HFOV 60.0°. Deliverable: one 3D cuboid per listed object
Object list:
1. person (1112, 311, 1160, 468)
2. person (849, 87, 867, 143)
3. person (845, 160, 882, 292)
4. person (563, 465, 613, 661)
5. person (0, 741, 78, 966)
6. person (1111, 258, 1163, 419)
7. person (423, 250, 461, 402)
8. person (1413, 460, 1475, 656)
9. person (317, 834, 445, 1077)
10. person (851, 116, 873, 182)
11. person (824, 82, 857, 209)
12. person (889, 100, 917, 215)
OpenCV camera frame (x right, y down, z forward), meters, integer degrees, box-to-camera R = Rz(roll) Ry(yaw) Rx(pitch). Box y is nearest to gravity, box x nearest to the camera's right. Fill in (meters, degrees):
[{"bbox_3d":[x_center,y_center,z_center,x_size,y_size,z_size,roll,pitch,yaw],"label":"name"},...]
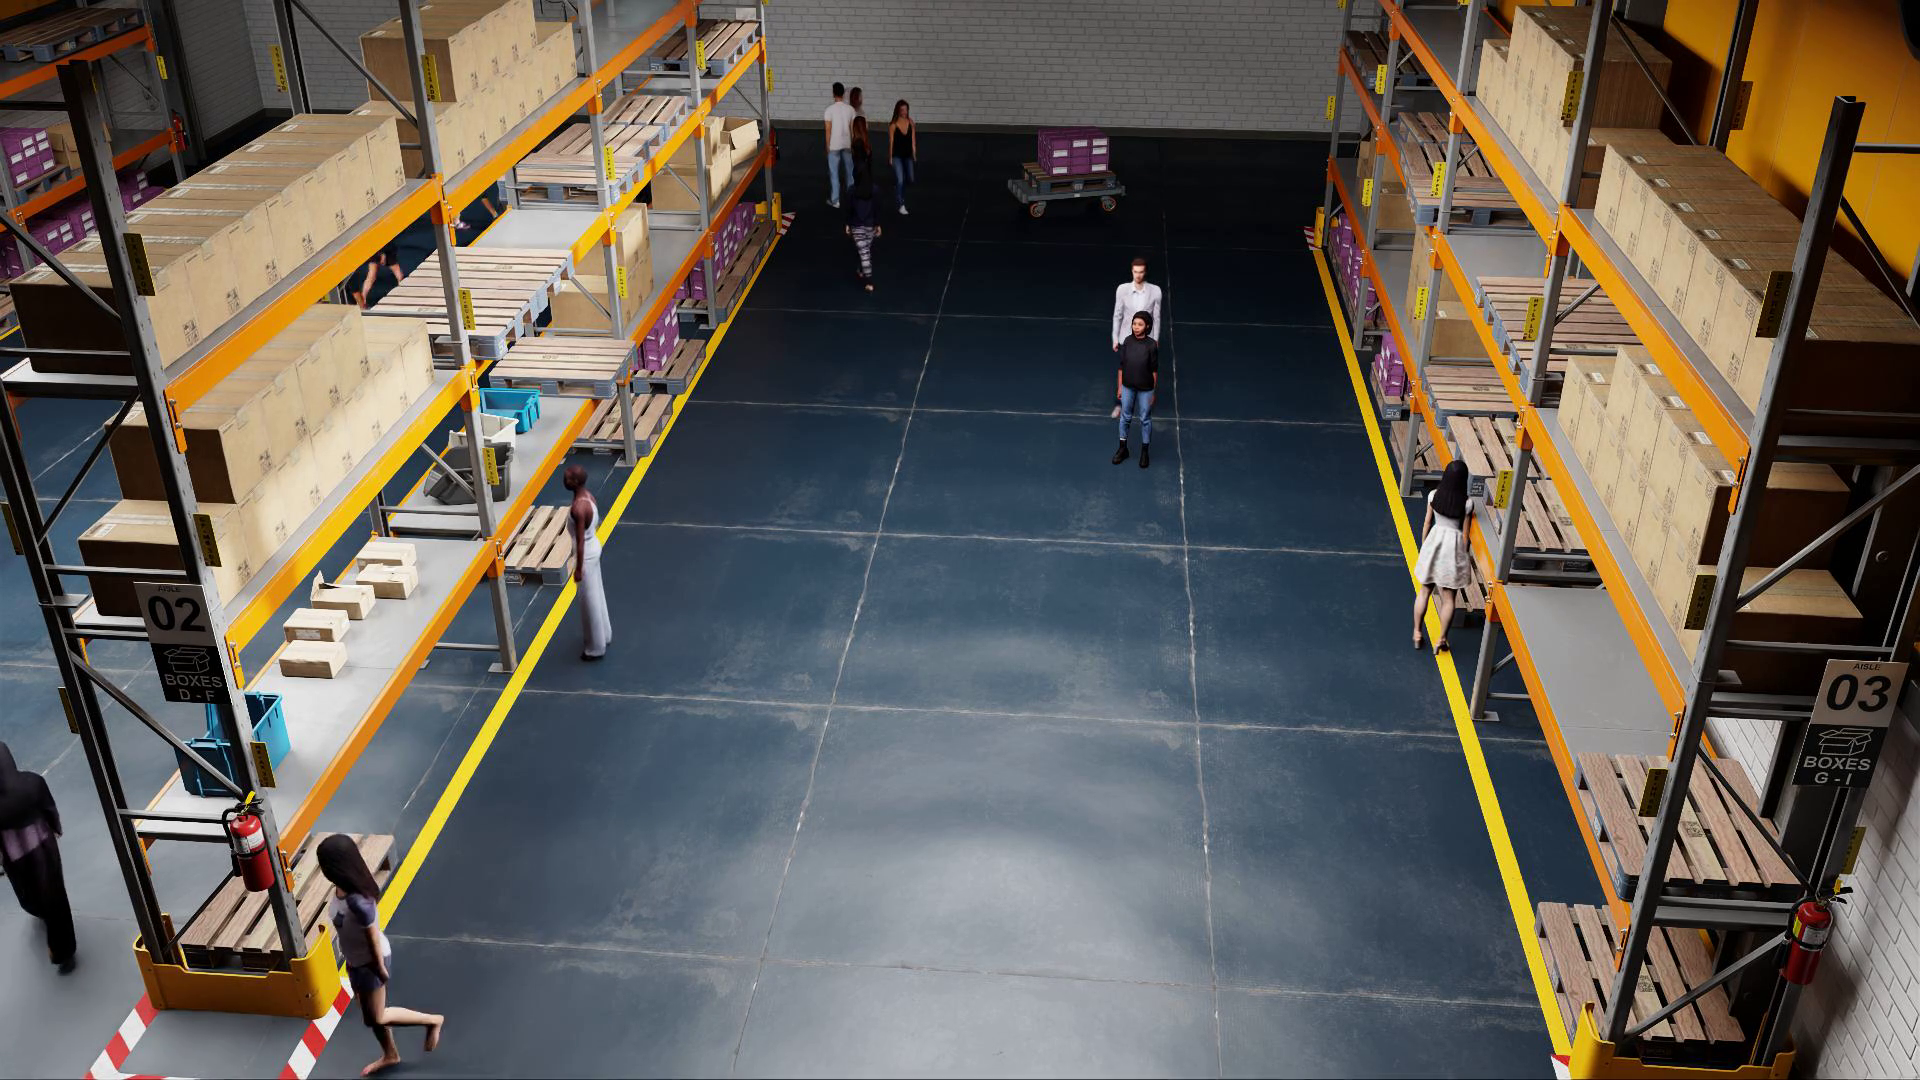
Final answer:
[{"bbox_3d":[1.859,-1.587,17.361,0.628,1.701,0.616,10,30,18],"label":"person"},{"bbox_3d":[-1.666,-6.131,25.700,0.739,1.693,0.622,8,30,15],"label":"person"},{"bbox_3d":[-1.265,-4.128,22.033,0.900,1.687,1.164,-8,30,-15],"label":"person"},{"bbox_3d":[-3.136,0.182,14.032,0.666,1.785,0.489,-3,29,-5],"label":"person"},{"bbox_3d":[-6.072,2.031,10.823,0.986,1.610,1.194,-13,31,-23],"label":"person"},{"bbox_3d":[1.954,-2.235,18.392,0.688,1.852,0.577,4,29,8],"label":"person"},{"bbox_3d":[-5.844,-2.425,18.842,0.638,1.755,0.545,5,29,8],"label":"person"},{"bbox_3d":[4.111,0.142,14.121,0.774,1.769,0.796,18,34,30],"label":"person"},{"bbox_3d":[-3.488,2.461,9.959,0.881,1.684,0.829,-22,36,-35],"label":"person"},{"bbox_3d":[-1.456,-5.299,24.154,0.702,1.713,0.519,-3,29,-5],"label":"person"},{"bbox_3d":[-1.818,-6.012,25.311,0.756,1.856,0.764,-15,32,-25],"label":"person"},{"bbox_3d":[-0.913,-5.795,25.073,0.839,1.704,0.953,-14,32,-24],"label":"person"}]
